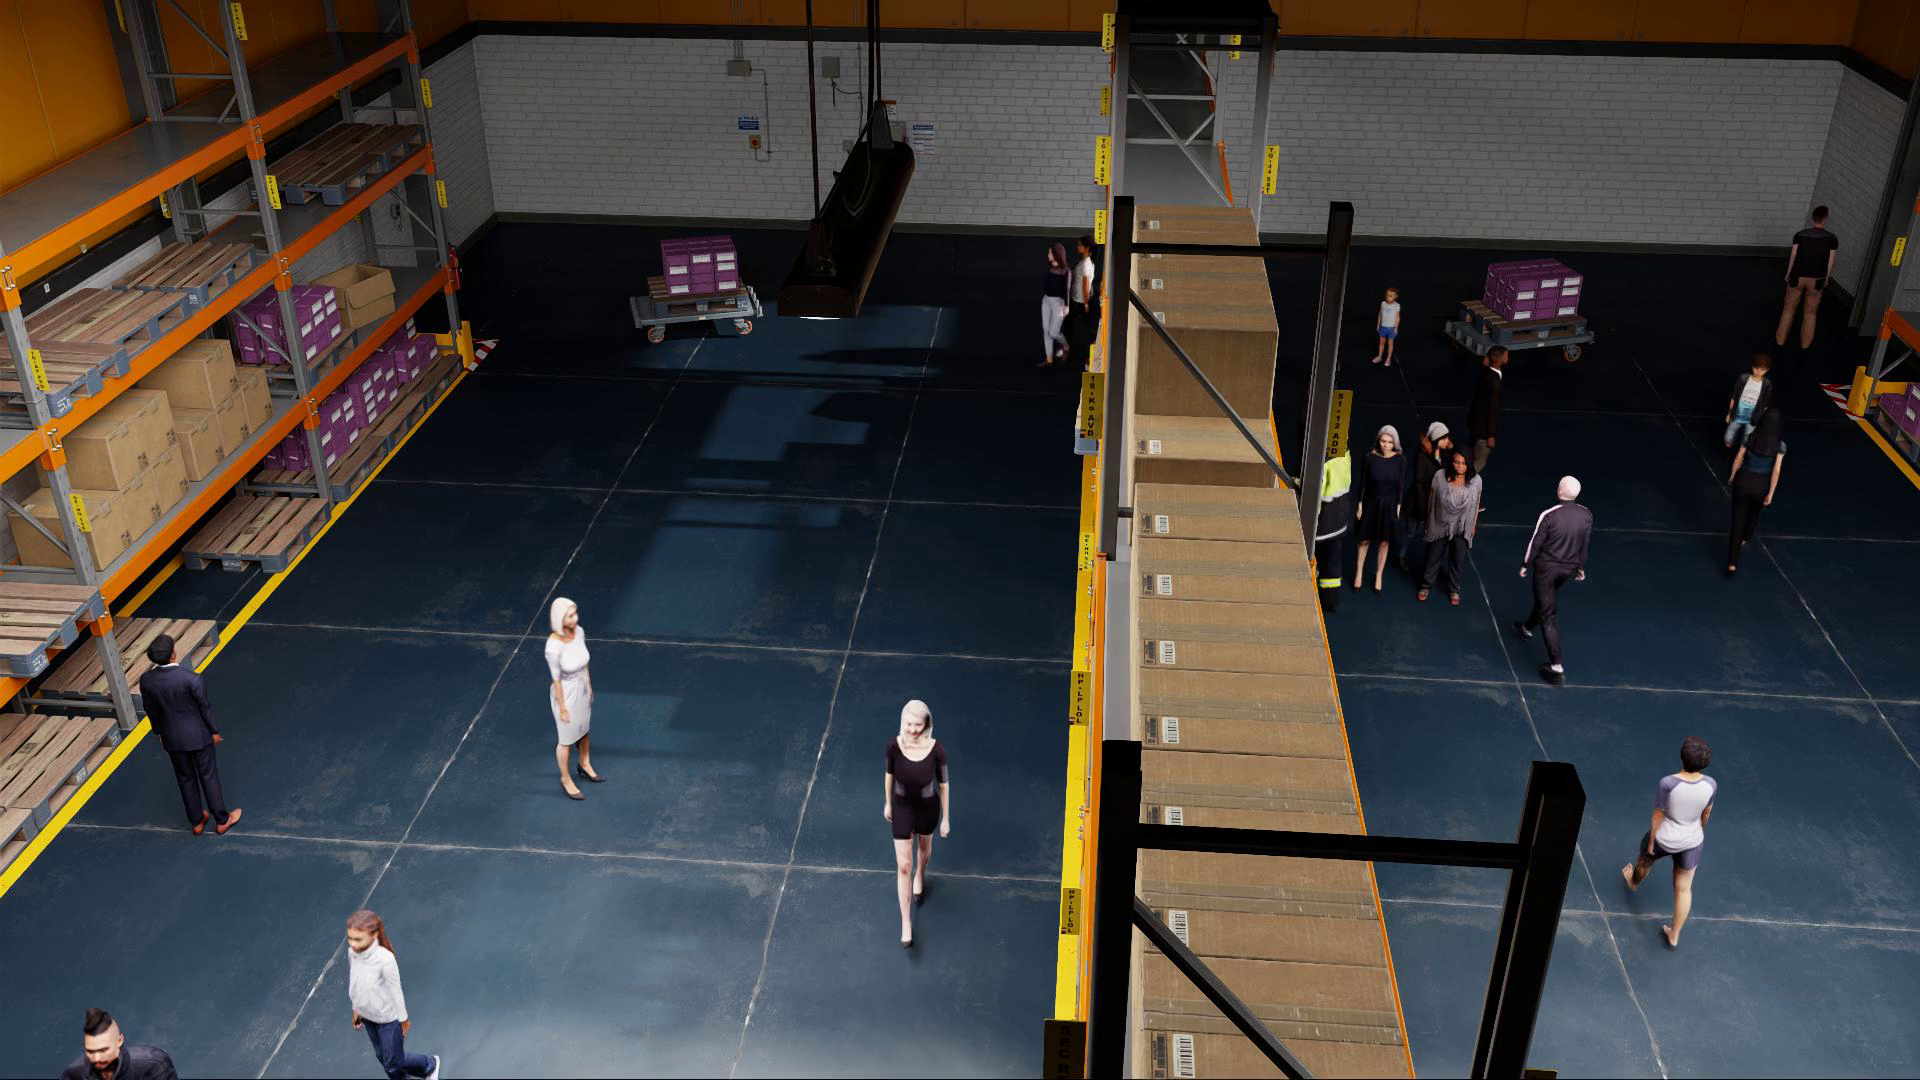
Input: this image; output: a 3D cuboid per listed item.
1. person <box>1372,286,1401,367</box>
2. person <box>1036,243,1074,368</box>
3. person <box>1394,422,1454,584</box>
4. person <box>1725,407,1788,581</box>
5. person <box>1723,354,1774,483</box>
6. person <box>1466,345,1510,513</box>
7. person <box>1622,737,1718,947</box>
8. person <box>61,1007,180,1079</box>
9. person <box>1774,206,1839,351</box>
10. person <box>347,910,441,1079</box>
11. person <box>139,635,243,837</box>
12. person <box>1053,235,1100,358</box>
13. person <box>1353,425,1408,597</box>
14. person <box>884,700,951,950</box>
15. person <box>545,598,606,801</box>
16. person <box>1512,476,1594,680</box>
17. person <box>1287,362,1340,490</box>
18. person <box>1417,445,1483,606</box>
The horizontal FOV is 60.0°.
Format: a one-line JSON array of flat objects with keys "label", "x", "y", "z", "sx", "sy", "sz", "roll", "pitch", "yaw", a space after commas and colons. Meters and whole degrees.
[{"label": "person", "x": 5.364, "y": -2.691, "z": 20.802, "sx": 0.487, "sy": 1.019, "sz": 0.527, "roll": 20, "pitch": 35, "yaw": 32}, {"label": "person", "x": 1.217, "y": -2.898, "z": 20.575, "sx": 0.858, "sy": 1.601, "sz": 0.799, "roll": -20, "pitch": 35, "yaw": -33}, {"label": "person", "x": 4.411, "y": -0.395, "z": 15.974, "sx": 0.901, "sy": 1.612, "sz": 0.994, "roll": -17, "pitch": 33, "yaw": -28}, {"label": "person", "x": 7.565, "y": -0.424, "z": 15.937, "sx": 0.798, "sy": 1.698, "sz": 1.151, "roll": 12, "pitch": 31, "yaw": 20}, {"label": "person", "x": 8.455, "y": -1.340, "z": 17.886, "sx": 0.716, "sy": 1.439, "sz": 0.855, "roll": 15, "pitch": 32, "yaw": 26}, {"label": "person", "x": 5.390, "y": -1.160, "z": 17.187, "sx": 0.720, "sy": 1.793, "sz": 0.483, "roll": 2, "pitch": 29, "yaw": 3}, {"label": "person", "x": 4.971, "y": 2.105, "z": 11.492, "sx": 0.566, "sy": 1.515, "sz": 0.991, "roll": 2, "pitch": 29, "yaw": 5}, {"label": "person", "x": -4.481, "y": 3.226, "z": 9.107, "sx": 0.925, "sy": 1.830, "sz": 1.207, "roll": -4, "pitch": 29, "yaw": -7}, {"label": "person", "x": 10.765, "y": -3.339, "z": 21.132, "sx": 0.767, "sy": 1.840, "sz": 0.741, "roll": 15, "pitch": 32, "yaw": 25}, {"label": "person", "x": -3.464, "y": 2.825, "z": 10.141, "sx": 0.627, "sy": 1.544, "sz": 0.718, "roll": 14, "pitch": 32, "yaw": 24}, {"label": "person", "x": -5.792, "y": 1.465, "z": 12.443, "sx": 0.645, "sy": 1.727, "sz": 0.557, "roll": 0, "pitch": 29, "yaw": 0}, {"label": "person", "x": 1.618, "y": -3.009, "z": 20.776, "sx": 0.759, "sy": 1.603, "sz": 1.043, "roll": 8, "pitch": 30, "yaw": 15}, {"label": "person", "x": 3.934, "y": -0.283, "z": 15.632, "sx": 0.611, "sy": 1.743, "sz": 0.573, "roll": 4, "pitch": 29, "yaw": 8}, {"label": "person", "x": -0.298, "y": 1.854, "z": 11.658, "sx": 0.673, "sy": 1.796, "sz": 1.104, "roll": 0, "pitch": 29, "yaw": 1}, {"label": "person", "x": -3.022, "y": 1.207, "z": 12.896, "sx": 0.686, "sy": 1.747, "sz": 0.554, "roll": 12, "pitch": 31, "yaw": 21}, {"label": "person", "x": 5.189, "y": 0.353, "z": 14.420, "sx": 0.977, "sy": 1.787, "sz": 1.302, "roll": -7, "pitch": 29, "yaw": -13}, {"label": "person", "x": 3.579, "y": -1.135, "z": 17.297, "sx": 0.966, "sy": 1.645, "sz": 0.927, "roll": 7, "pitch": 29, "yaw": 13}, {"label": "person", "x": 4.601, "y": -0.168, "z": 15.559, "sx": 0.664, "sy": 1.610, "sz": 0.685, "roll": 7, "pitch": 29, "yaw": 12}]
